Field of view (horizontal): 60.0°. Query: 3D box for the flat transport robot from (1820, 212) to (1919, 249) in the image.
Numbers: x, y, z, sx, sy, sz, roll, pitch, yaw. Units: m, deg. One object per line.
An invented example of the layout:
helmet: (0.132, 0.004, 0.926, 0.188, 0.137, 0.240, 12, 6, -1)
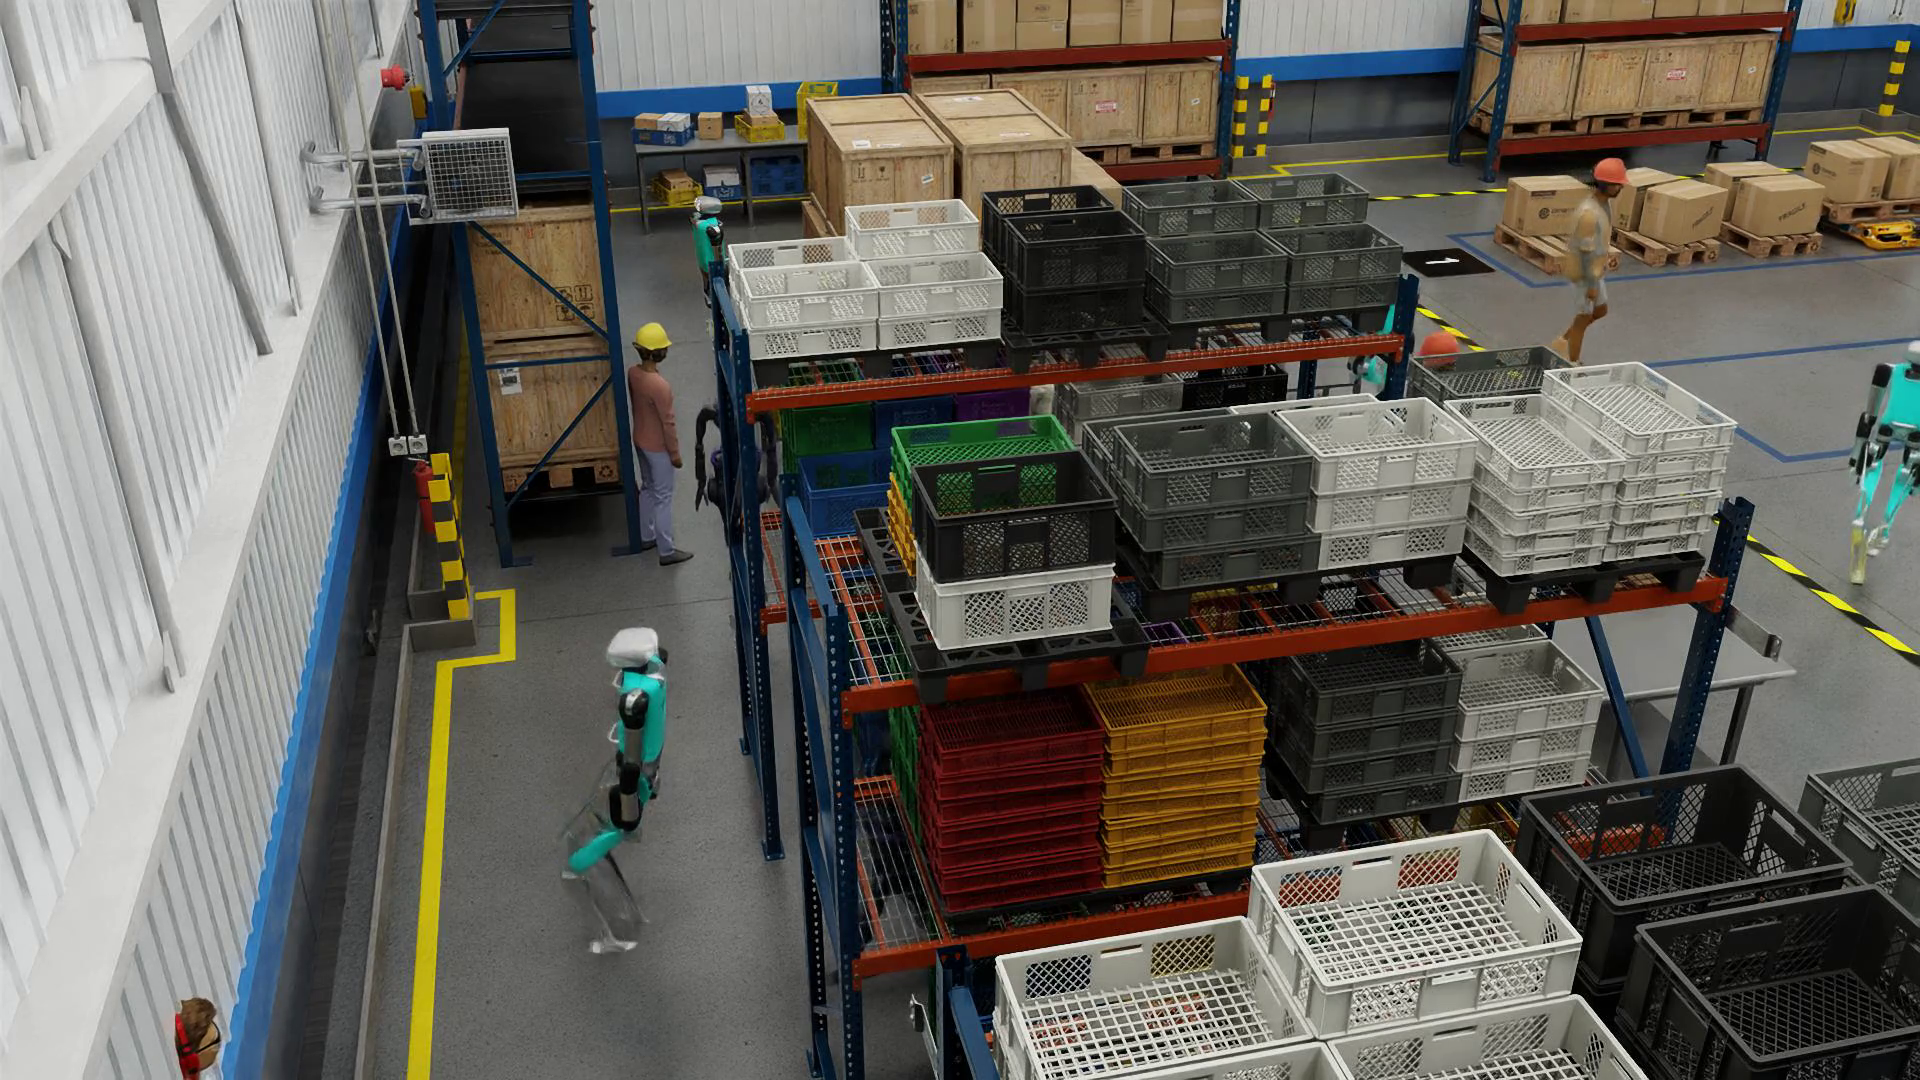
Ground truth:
flat transport robot: (10.237, -3.637, 18.916, 0.652, 0.197, 1.431, -6, 28, -12)

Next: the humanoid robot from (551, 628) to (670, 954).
humanoid robot: (-1.741, 1.255, 8.150, 0.742, 1.826, 0.533, 1, 28, 2)

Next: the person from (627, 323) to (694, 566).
person: (-2.130, -0.686, 11.754, 0.341, 1.761, 0.529, -19, 33, -31)

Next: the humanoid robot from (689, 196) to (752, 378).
humanoid robot: (-1.942, -2.201, 14.502, 0.735, 1.677, 0.533, -15, 31, -26)

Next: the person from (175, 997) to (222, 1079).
person: (-2.629, 2.383, 5.846, 0.395, 1.835, 0.565, -19, 33, -31)

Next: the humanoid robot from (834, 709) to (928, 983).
humanoid robot: (-0.251, 1.416, 7.896, 0.761, 1.626, 0.613, -10, 29, -18)

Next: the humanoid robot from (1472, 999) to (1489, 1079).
humanoid robot: (2.172, 2.111, 6.563, 0.755, 1.624, 0.590, -7, 29, -14)

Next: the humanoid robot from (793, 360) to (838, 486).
humanoid robot: (-0.919, -0.687, 11.842, 0.604, 1.652, 0.510, -10, 29, -18)

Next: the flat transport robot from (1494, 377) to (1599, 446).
flat transport robot: (4.780, -1.036, 14.013, 0.659, 0.231, 1.431, -6, 28, -12)

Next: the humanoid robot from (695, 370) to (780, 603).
humanoid robot: (-1.512, -0.376, 11.266, 0.600, 1.635, 0.728, -2, 28, -3)

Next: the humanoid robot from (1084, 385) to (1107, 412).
humanoid robot: (0.617, -0.126, 10.700, 0.961, 1.729, 0.536, -12, 30, -21)

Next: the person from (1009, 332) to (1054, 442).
person: (0.435, -0.628, 11.564, 0.506, 1.837, 0.333, 20, 34, 34)

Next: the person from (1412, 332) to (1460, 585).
person: (3.224, -0.529, 11.302, 0.520, 1.899, 0.566, 5, 28, 10)

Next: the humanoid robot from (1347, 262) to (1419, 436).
humanoid robot: (3.446, -1.475, 13.285, 0.548, 1.763, 0.944, 17, 32, 29)

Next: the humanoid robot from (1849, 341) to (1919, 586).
humanoid robot: (6.348, -0.462, 11.344, 0.543, 1.731, 1.033, 15, 31, 26)

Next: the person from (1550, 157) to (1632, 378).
person: (5.561, -2.353, 14.627, 0.474, 2.032, 0.644, 17, 32, 29)

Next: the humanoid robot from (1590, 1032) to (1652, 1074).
humanoid robot: (2.508, 2.216, 6.349, 0.504, 1.645, 0.602, -9, 29, -17)
